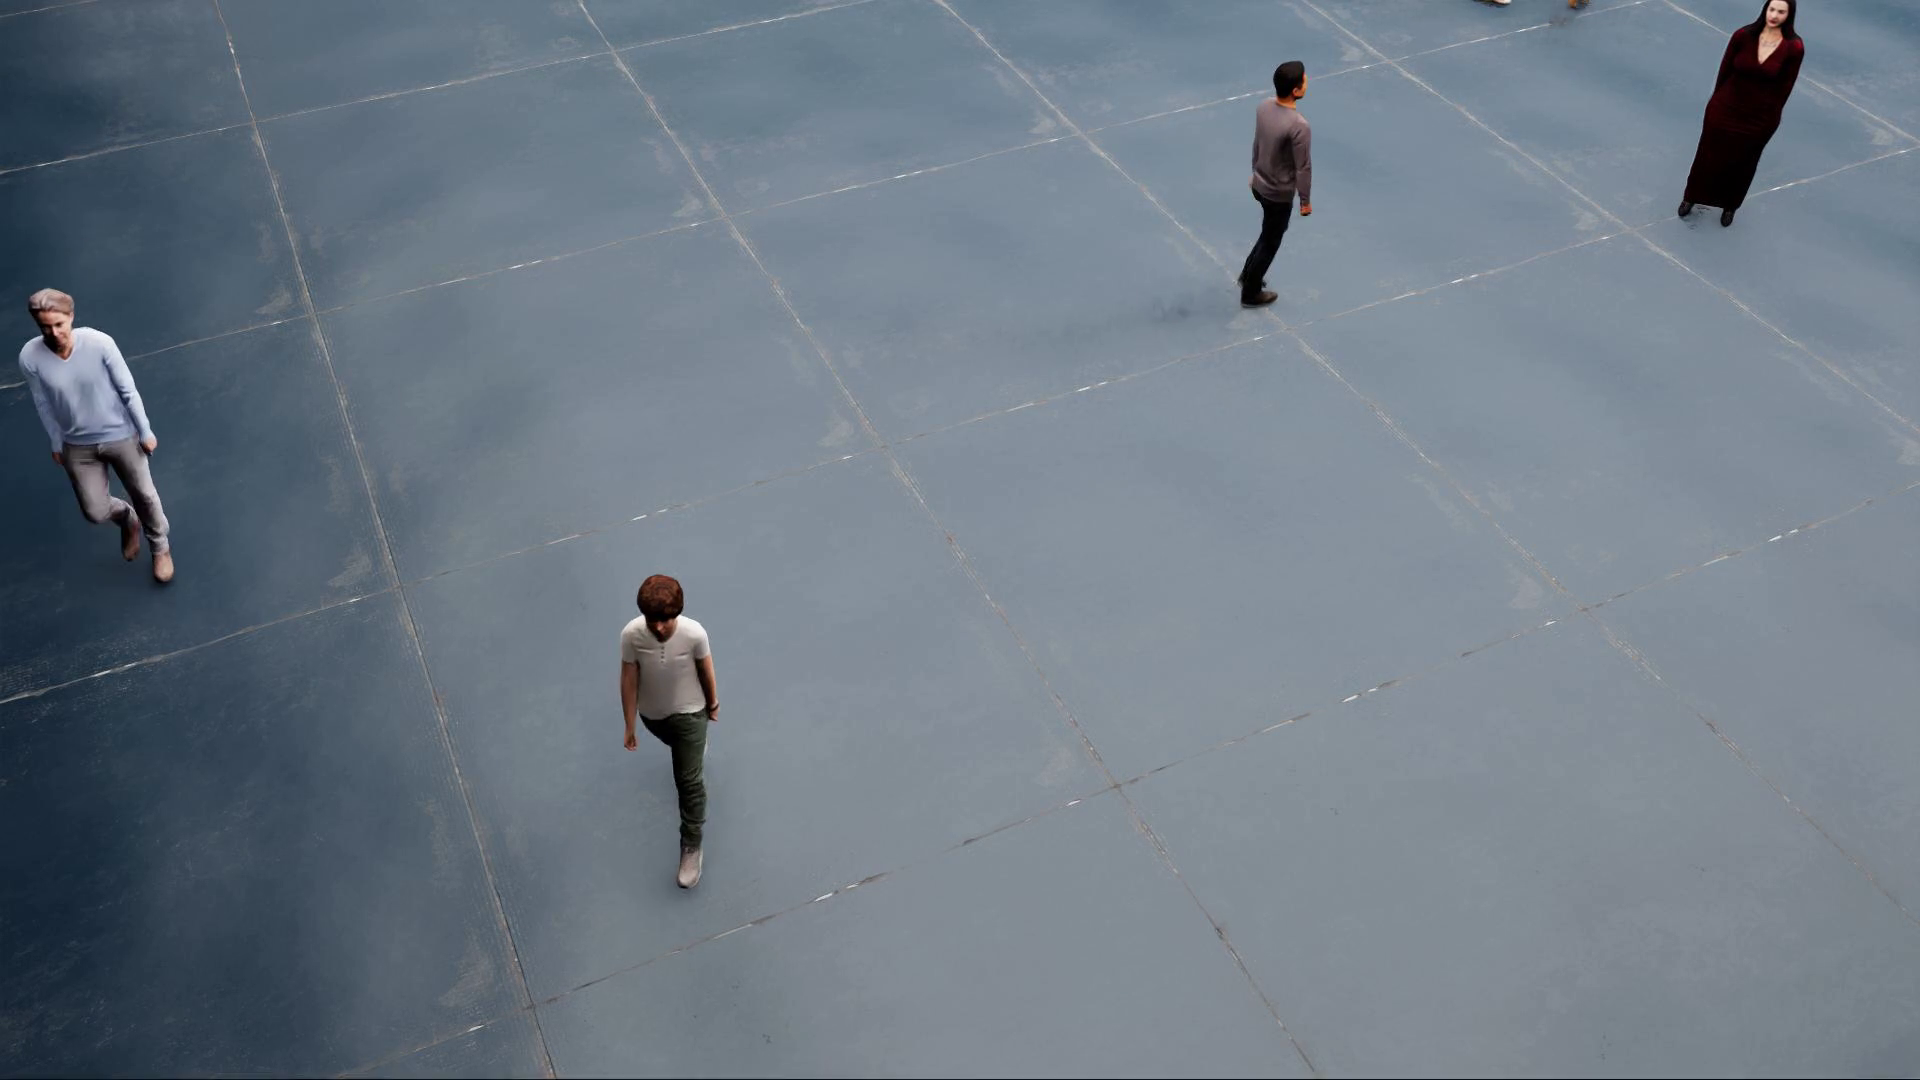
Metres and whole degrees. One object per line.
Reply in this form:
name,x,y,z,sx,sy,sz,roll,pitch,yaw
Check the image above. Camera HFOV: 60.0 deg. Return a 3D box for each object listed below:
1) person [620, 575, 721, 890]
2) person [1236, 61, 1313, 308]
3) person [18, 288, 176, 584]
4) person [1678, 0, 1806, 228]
person,-1.329,0.735,7.746,0.953,1.615,1.195,3,42,4
person,2.000,-2.304,10.987,0.556,1.755,0.735,28,49,28
person,-4.652,-0.597,9.012,0.702,1.884,0.732,-14,44,-15
person,5.583,-3.067,11.827,0.738,1.757,0.829,21,46,22
